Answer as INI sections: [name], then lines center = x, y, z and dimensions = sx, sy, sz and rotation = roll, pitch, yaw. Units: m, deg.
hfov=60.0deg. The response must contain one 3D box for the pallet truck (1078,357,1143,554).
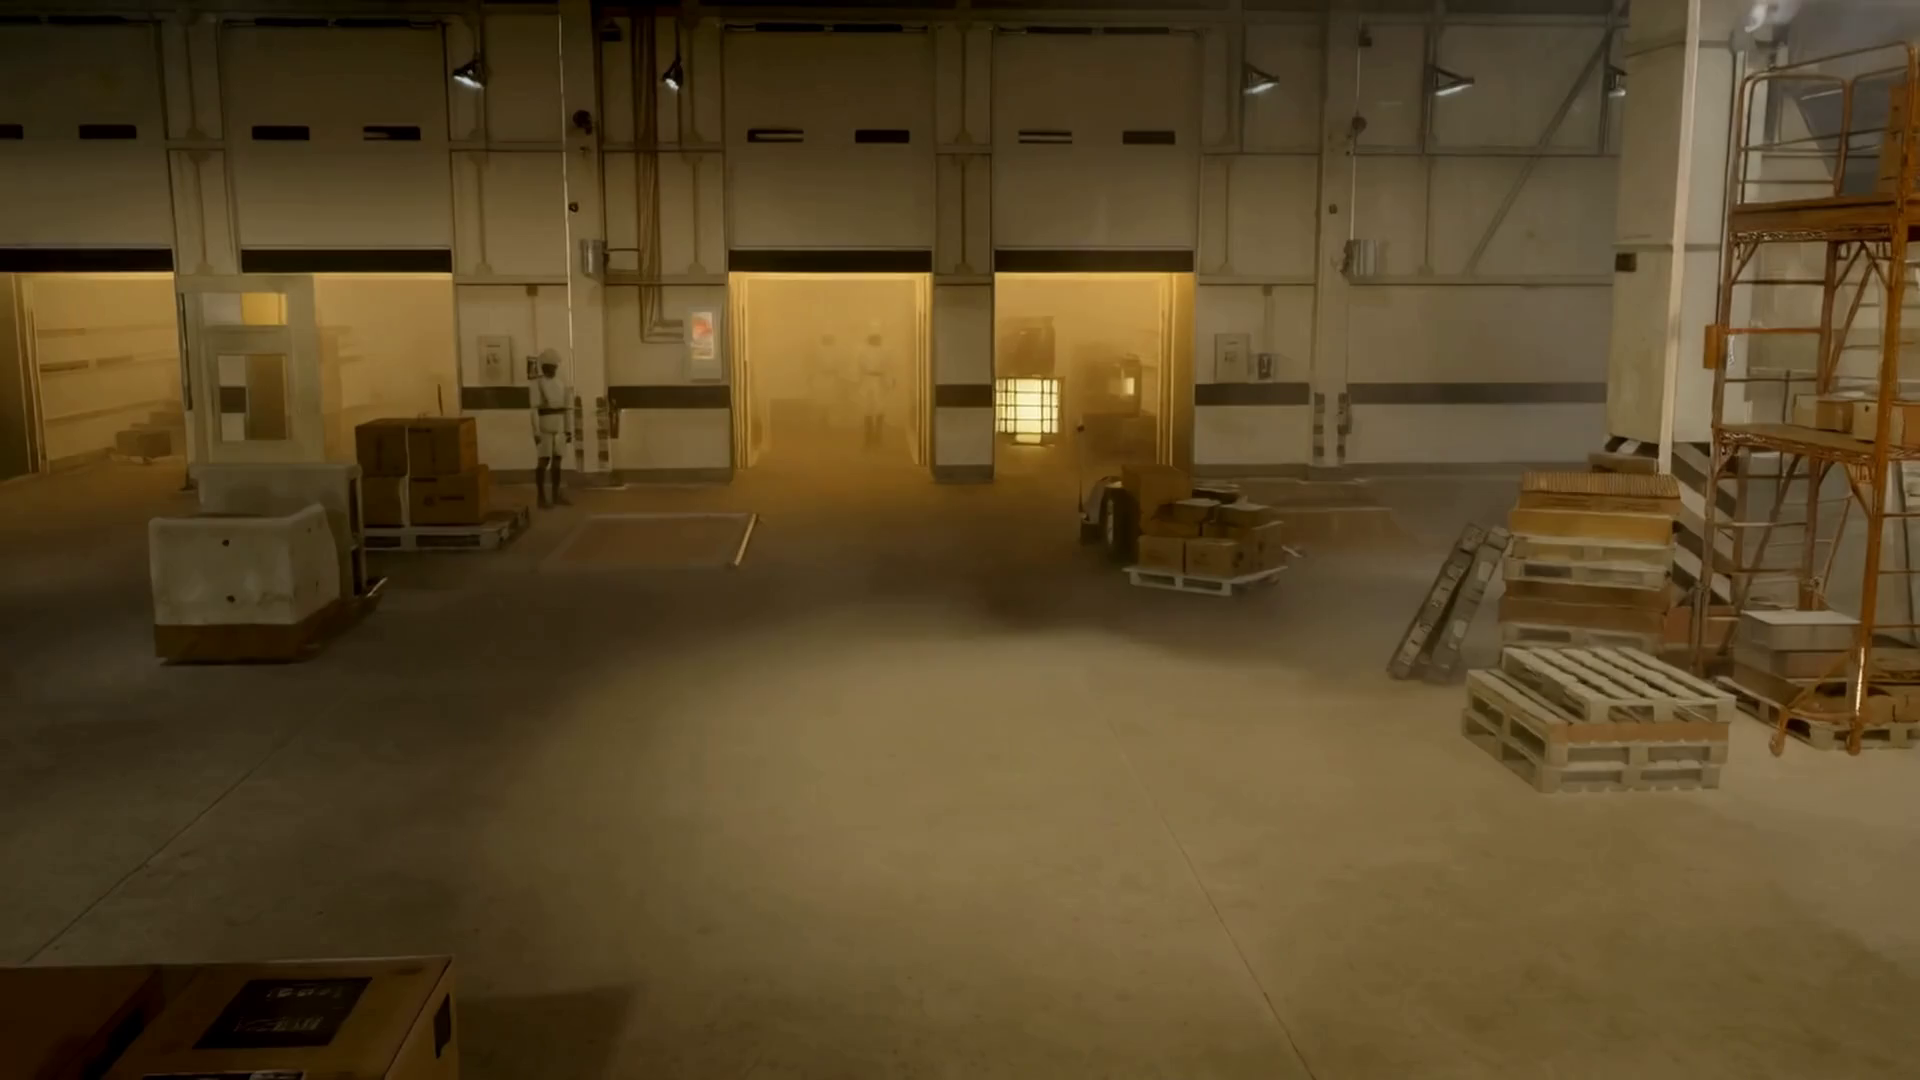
[pallet truck]
center = 2.088, -0.836, 16.757
dimensions = 1.885, 1.965, 0.823
rotation = 2, 9, 13

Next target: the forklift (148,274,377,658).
[forklift]
center = -5.348, -0.627, 12.681
dimensions = 1.129, 2.768, 1.873
rotation = -1, 9, -4

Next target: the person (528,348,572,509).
[person]
center = -4.944, -1.348, 20.158
dimensions = 0.374, 1.939, 0.545
rotation = 7, 11, 38
